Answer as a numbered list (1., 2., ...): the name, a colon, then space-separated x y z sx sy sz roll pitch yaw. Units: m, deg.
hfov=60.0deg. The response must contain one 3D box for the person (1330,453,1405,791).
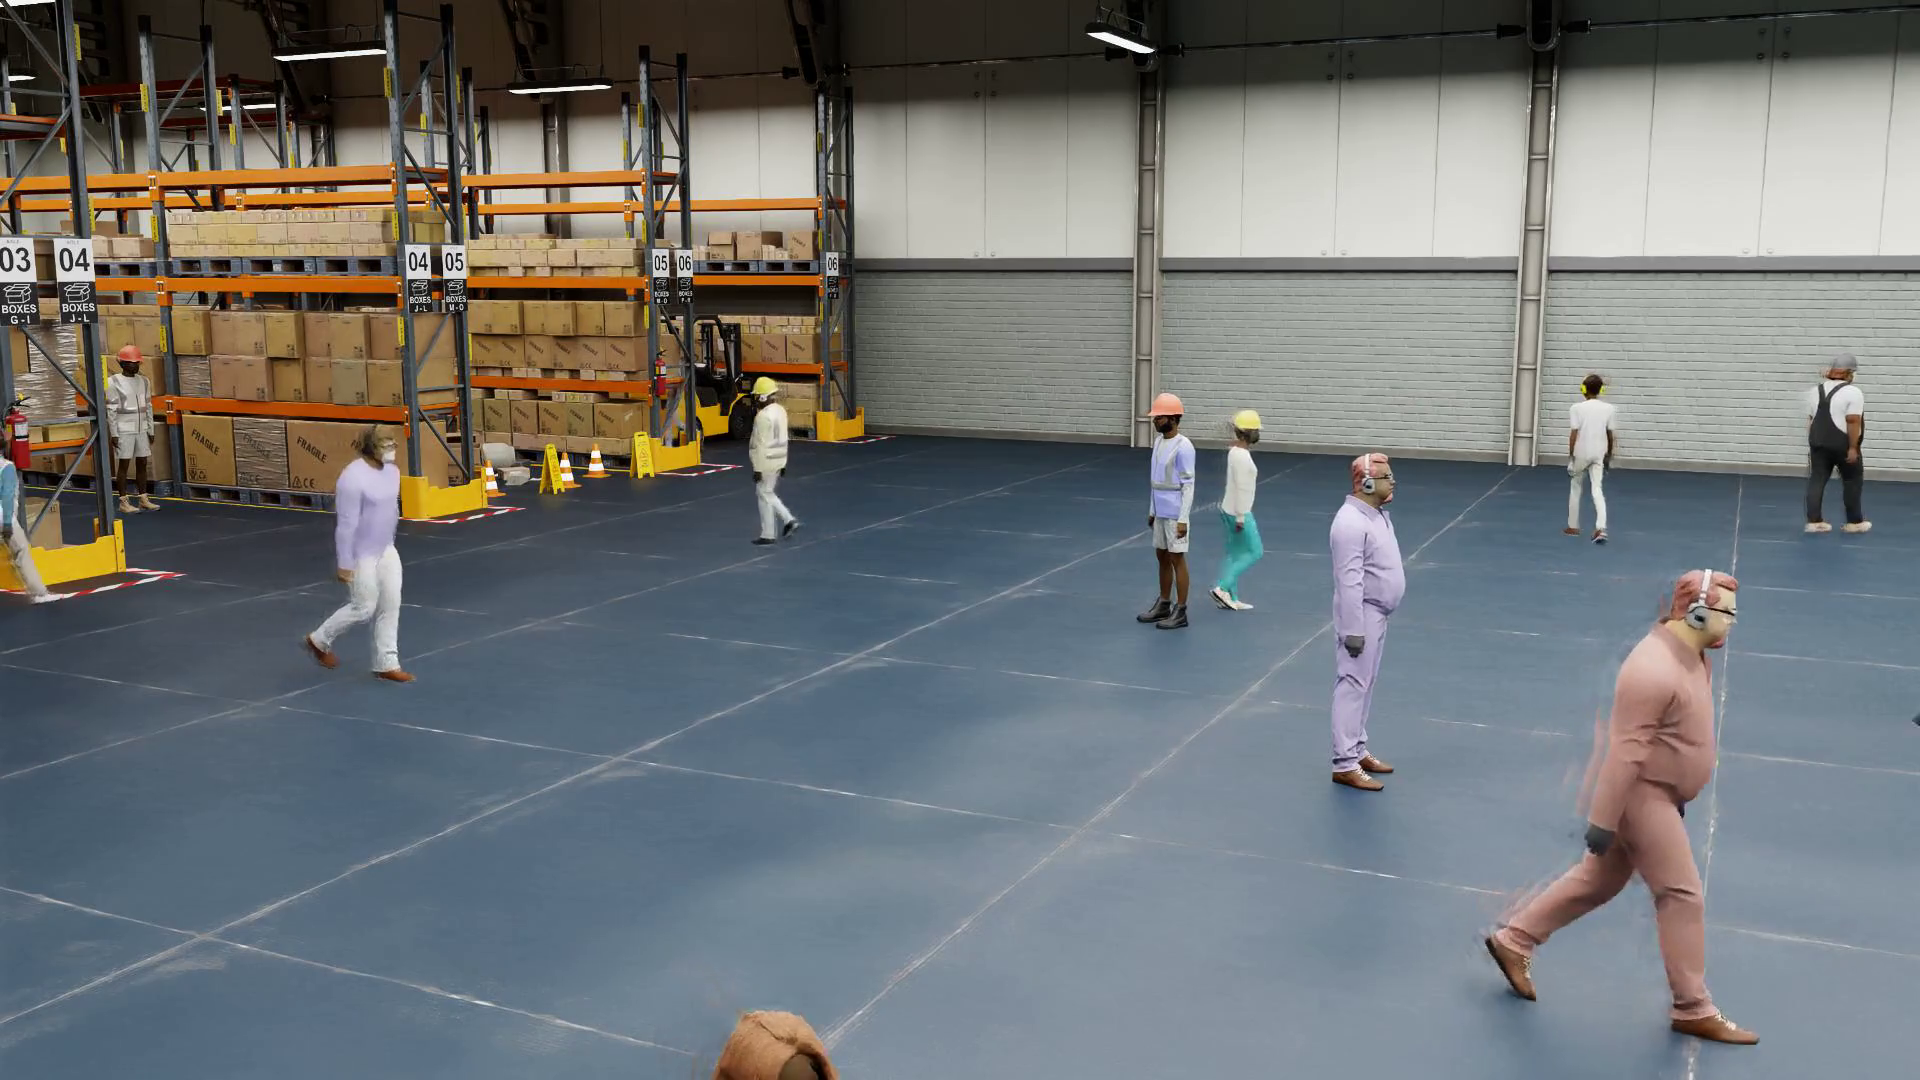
1. person: 2.334 0.455 9.532 0.406 1.909 0.655 4 10 24

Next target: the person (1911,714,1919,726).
1. person: 6.401 0.310 10.439 0.786 1.898 0.592 0 9 -1

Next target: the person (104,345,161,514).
1. person: -9.992 -1.332 20.115 0.403 2.035 0.606 4 10 25

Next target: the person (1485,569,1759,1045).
1. person: 2.596 0.991 6.507 0.996 1.842 0.649 5 10 27

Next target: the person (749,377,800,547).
1. person: -2.024 -0.819 17.626 0.428 1.819 0.597 2 9 12

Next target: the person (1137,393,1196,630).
1. person: 1.705 -0.235 13.664 0.372 1.939 0.544 -4 10 -21

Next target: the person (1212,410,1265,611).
1. person: 2.432 -0.240 14.279 0.362 1.755 0.529 0 9 -1

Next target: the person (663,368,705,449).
1. person: -4.510 -2.273 26.530 0.760 1.826 0.546 -3 10 -20

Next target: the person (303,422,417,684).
1. person: -4.289 0.096 11.803 0.742 1.902 0.641 3 10 16

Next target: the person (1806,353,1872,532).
1. person: 9.902 -1.094 18.618 0.832 2.000 0.712 -3 10 -19

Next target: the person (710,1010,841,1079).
1. person: -0.314 1.651 3.145 0.522 1.581 0.843 -8 13 -42

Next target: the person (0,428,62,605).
1. person: -8.326 -0.174 14.361 0.532 1.591 0.871 5 10 27

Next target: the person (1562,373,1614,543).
1. person: 6.863 -0.894 18.067 0.535 1.830 0.964 0 9 0
